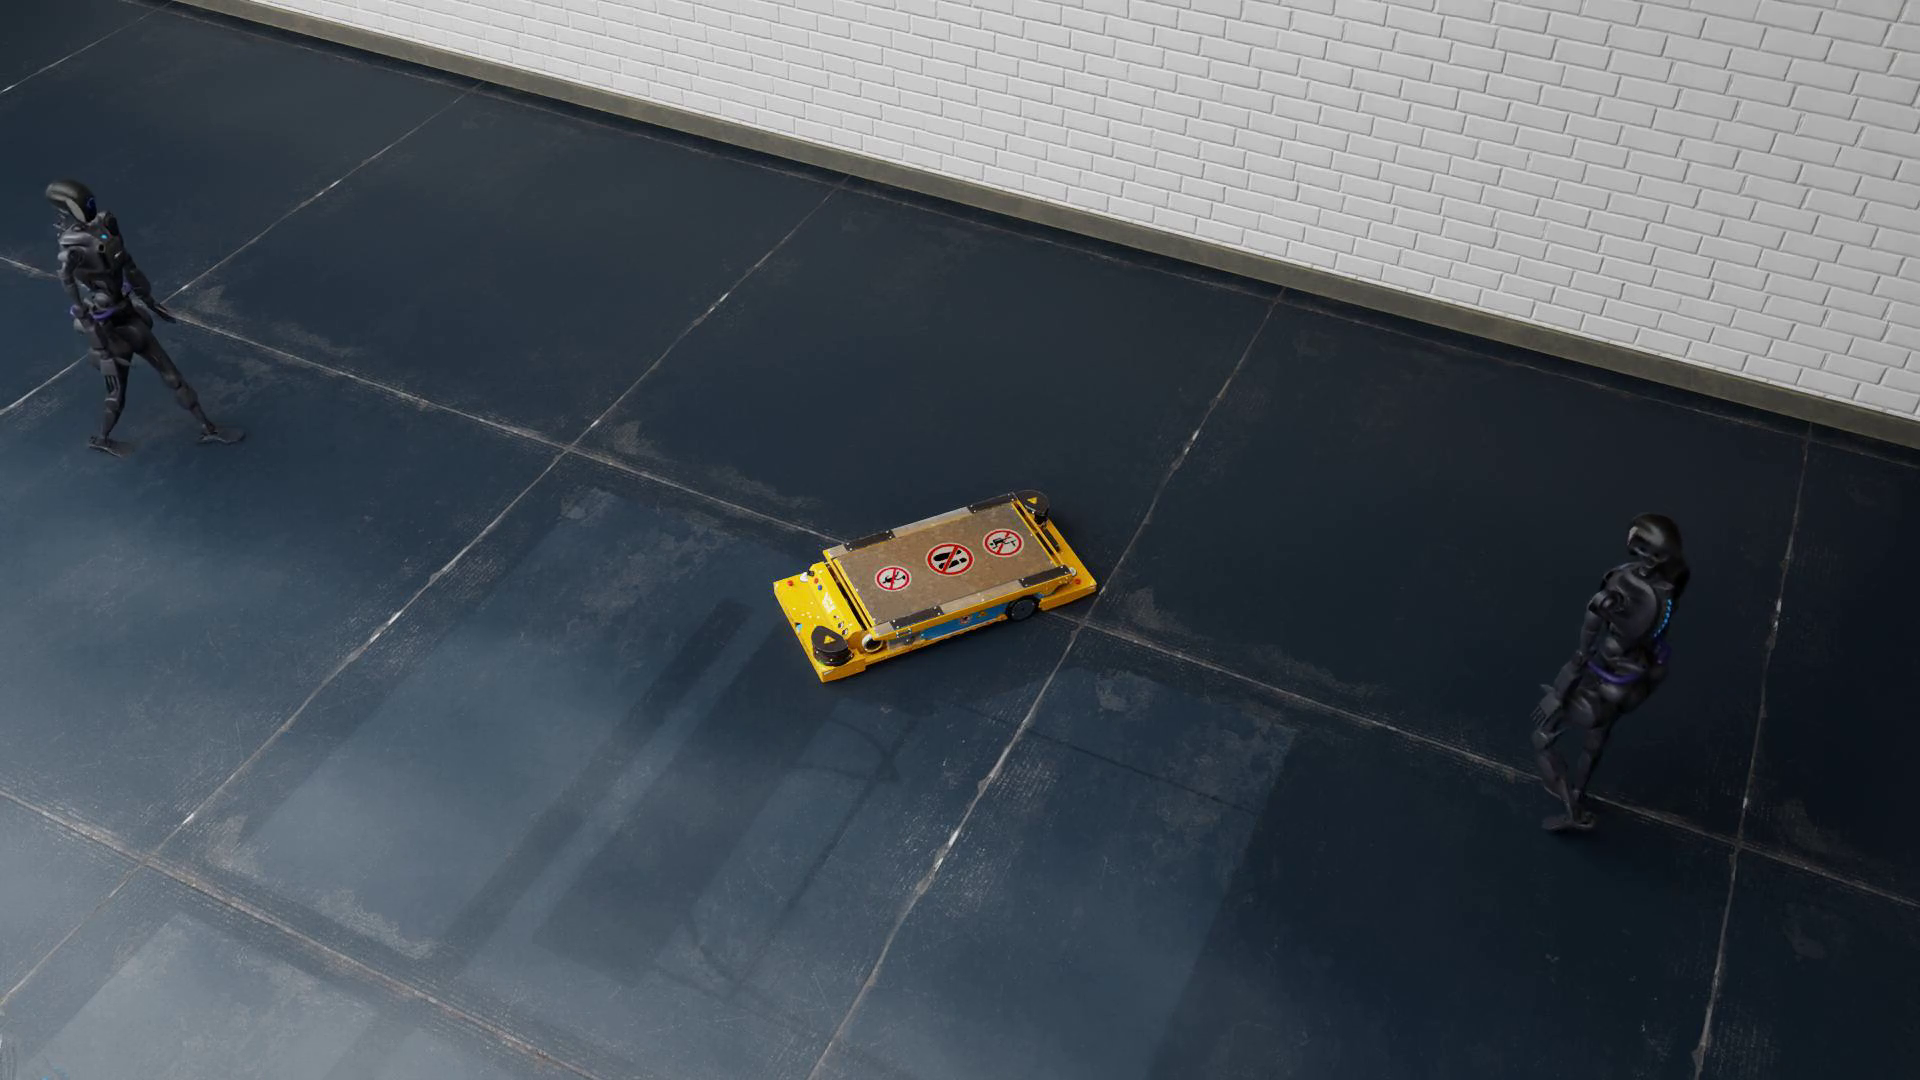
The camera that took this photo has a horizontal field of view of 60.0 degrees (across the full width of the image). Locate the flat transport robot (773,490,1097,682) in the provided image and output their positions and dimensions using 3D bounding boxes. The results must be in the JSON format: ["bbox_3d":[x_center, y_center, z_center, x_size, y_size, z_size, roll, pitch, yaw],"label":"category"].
[{"bbox_3d":[-0.120,0.201,8.038,1.431,0.231,0.659,-17,46,-18],"label":"flat transport robot"}]

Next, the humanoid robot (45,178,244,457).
[{"bbox_3d":[-4.277,-1.104,8.447,0.794,1.624,0.597,3,43,3],"label":"humanoid robot"}]

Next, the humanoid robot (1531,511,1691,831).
[{"bbox_3d":[2.613,0.553,6.621,0.605,1.643,0.374,-22,47,-22],"label":"humanoid robot"}]
